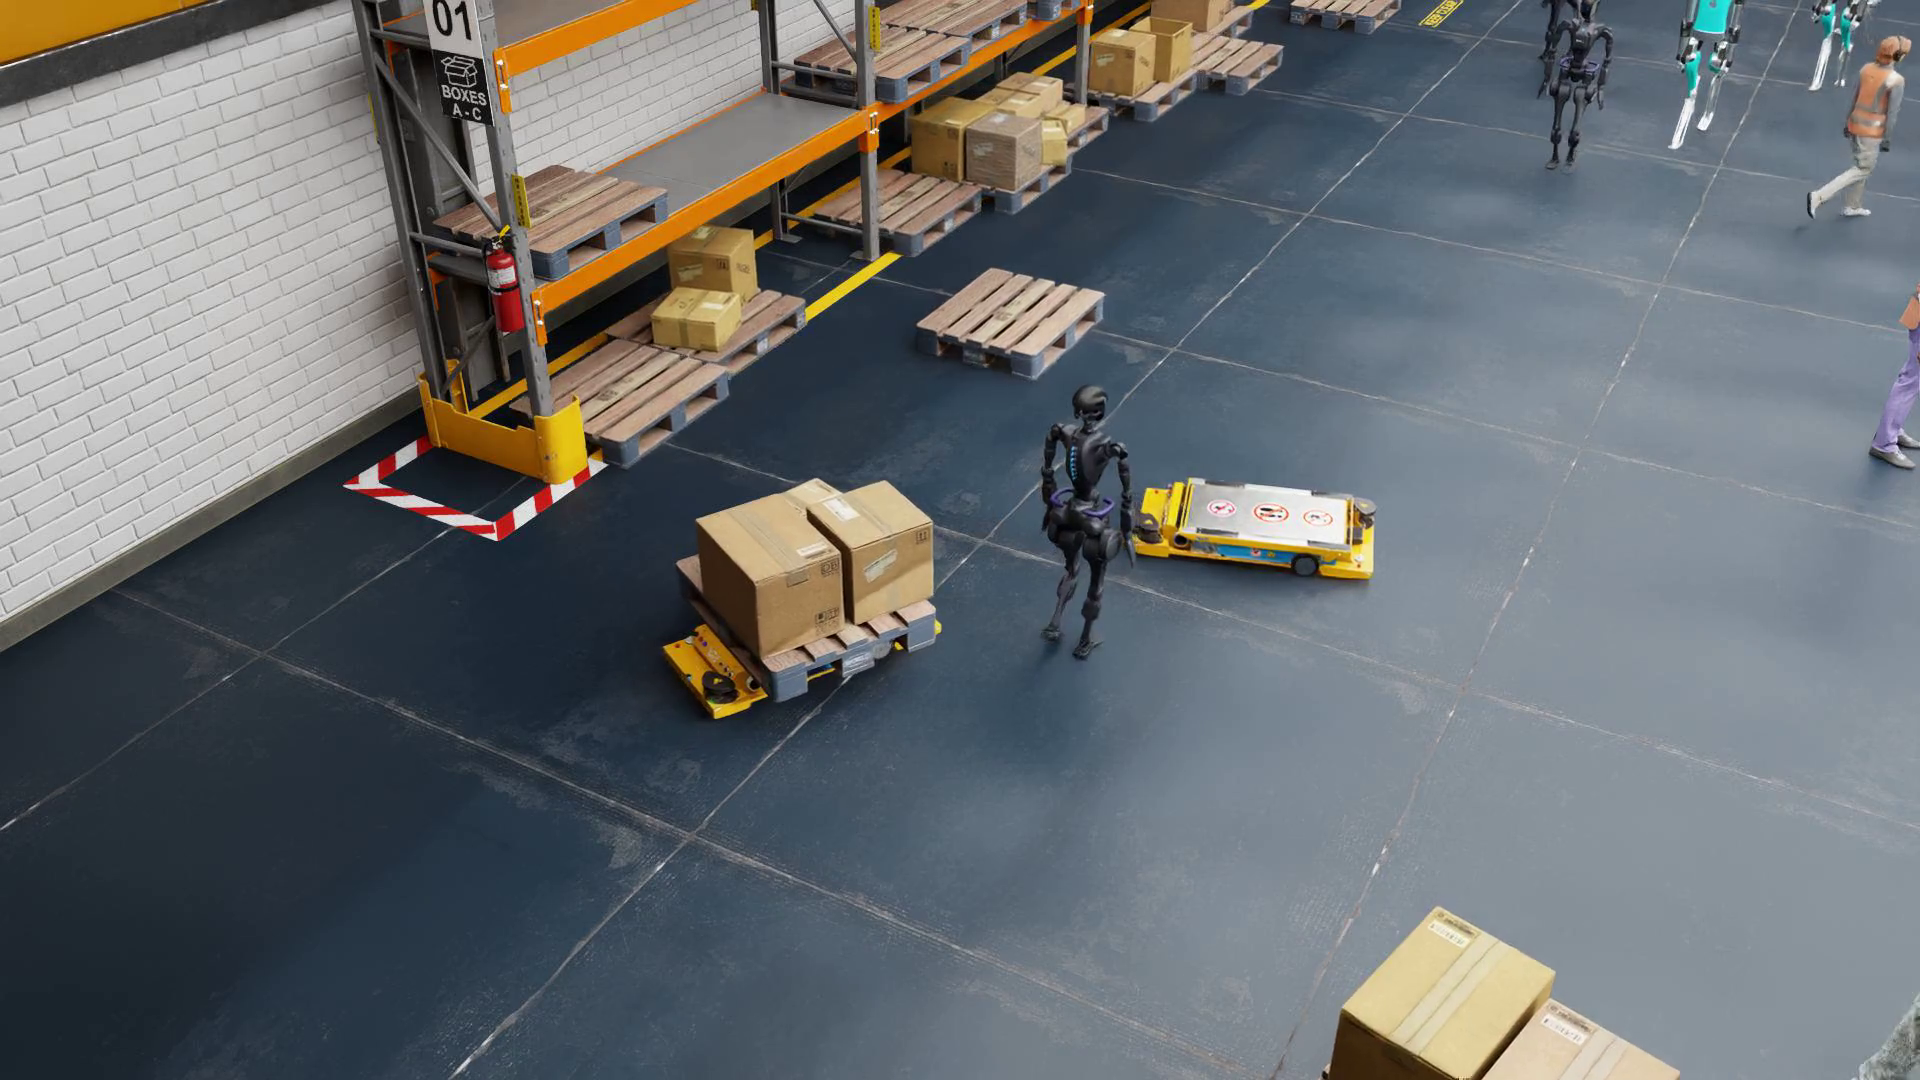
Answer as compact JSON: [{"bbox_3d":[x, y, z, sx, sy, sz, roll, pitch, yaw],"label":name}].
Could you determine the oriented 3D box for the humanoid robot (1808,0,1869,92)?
[{"bbox_3d":[9.116,-5.422,17.120,0.780,1.892,0.546,-28,43,-36],"label":"humanoid robot"}]

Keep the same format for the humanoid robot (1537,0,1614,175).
[{"bbox_3d":[5.609,-4.180,15.194,0.614,1.644,0.380,19,38,26],"label":"humanoid robot"}]

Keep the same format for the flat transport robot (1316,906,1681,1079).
[{"bbox_3d":[2.034,2.446,6.447,0.659,0.231,1.431,27,42,35],"label":"flat transport robot"}]

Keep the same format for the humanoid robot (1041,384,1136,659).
[{"bbox_3d":[0.674,-0.085,8.998,0.609,1.642,0.374,21,39,28],"label":"humanoid robot"}]

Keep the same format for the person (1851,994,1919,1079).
[{"bbox_3d":[3.847,1.672,6.306,0.831,1.708,0.491,-5,34,-7],"label":"person"}]

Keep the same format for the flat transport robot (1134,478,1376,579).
[{"bbox_3d":[1.826,-0.080,10.269,1.431,0.231,0.659,7,34,10],"label":"flat transport robot"}]

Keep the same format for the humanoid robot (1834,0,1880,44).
[{"bbox_3d":[10.172,-6.394,18.596,0.744,1.905,0.554,22,39,29],"label":"humanoid robot"}]

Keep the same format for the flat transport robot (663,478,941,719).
[{"bbox_3d":[-0.881,0.529,9.348,1.431,0.231,0.659,-20,38,-27],"label":"flat transport robot"}]

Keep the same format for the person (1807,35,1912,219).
[{"bbox_3d":[7.706,-3.496,14.211,0.671,1.611,0.521,-5,34,-7],"label":"person"}]

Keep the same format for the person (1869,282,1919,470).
[{"bbox_3d":[6.302,-1.369,10.789,0.373,1.843,0.569,21,39,28],"label":"person"}]

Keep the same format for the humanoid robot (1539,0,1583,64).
[{"bbox_3d":[6.556,-5.921,17.825,0.601,1.647,0.458,-5,34,-8],"label":"humanoid robot"}]

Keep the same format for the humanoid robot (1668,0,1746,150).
[{"bbox_3d":[7.200,-4.686,15.970,0.547,1.787,1.055,21,39,29],"label":"humanoid robot"}]
